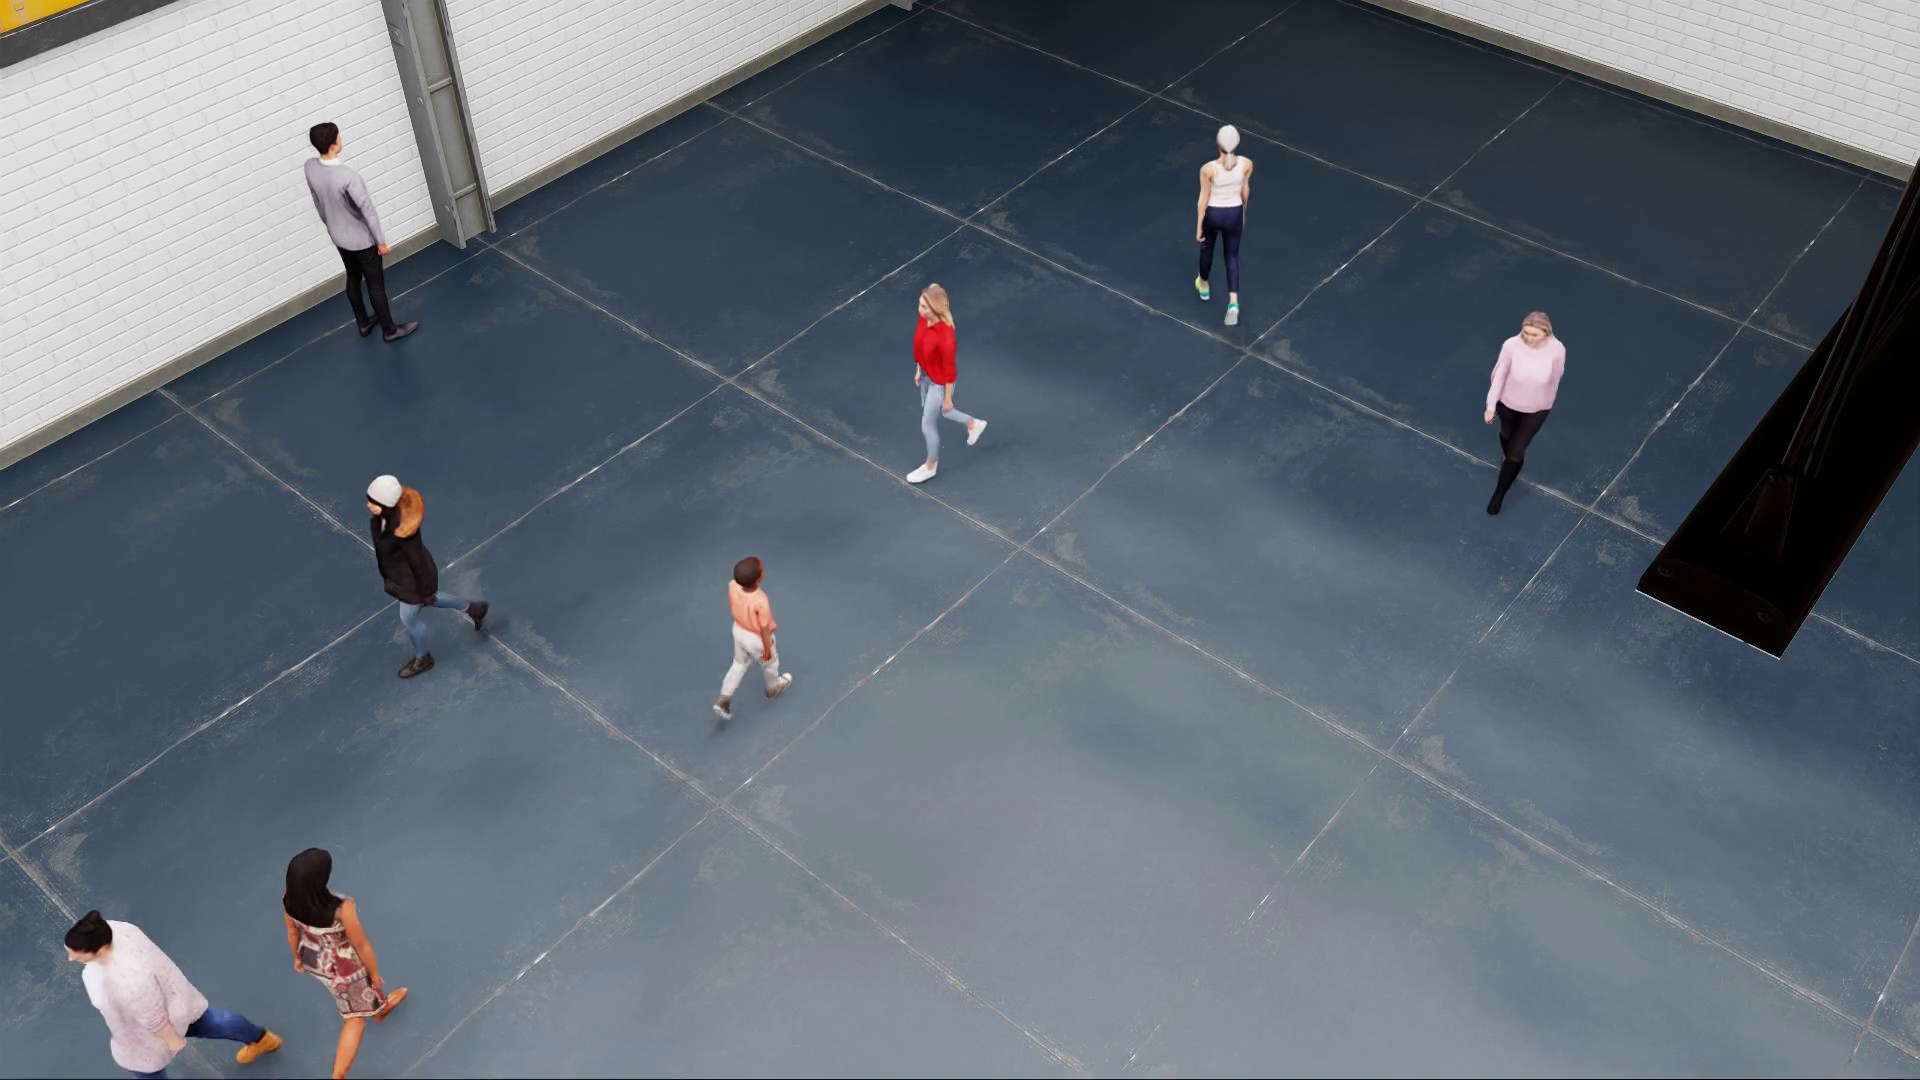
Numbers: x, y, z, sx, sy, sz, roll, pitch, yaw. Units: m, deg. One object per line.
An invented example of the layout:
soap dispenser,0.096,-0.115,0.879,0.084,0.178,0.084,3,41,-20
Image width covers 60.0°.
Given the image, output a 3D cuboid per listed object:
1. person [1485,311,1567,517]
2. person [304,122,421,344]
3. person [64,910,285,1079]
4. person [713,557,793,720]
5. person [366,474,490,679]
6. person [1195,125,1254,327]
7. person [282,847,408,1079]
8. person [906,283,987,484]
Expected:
person,4.053,-1.021,11.890,0.788,1.631,1.056,12,45,13
person,-4.810,-2.423,13.150,0.793,1.922,0.692,20,47,20
person,-3.952,2.315,8.340,1.239,1.697,0.986,-19,47,-19
person,-1.345,0.620,10.409,0.490,1.298,0.823,30,51,28
person,-3.449,0.177,10.643,1.022,1.617,0.817,-24,49,-23
person,2.143,-2.520,13.425,1.058,1.684,1.118,-5,44,-5
person,-3.228,2.226,8.493,0.872,1.616,1.122,12,45,12
person,-0.106,-1.154,11.986,1.017,1.691,0.850,-18,47,-18
